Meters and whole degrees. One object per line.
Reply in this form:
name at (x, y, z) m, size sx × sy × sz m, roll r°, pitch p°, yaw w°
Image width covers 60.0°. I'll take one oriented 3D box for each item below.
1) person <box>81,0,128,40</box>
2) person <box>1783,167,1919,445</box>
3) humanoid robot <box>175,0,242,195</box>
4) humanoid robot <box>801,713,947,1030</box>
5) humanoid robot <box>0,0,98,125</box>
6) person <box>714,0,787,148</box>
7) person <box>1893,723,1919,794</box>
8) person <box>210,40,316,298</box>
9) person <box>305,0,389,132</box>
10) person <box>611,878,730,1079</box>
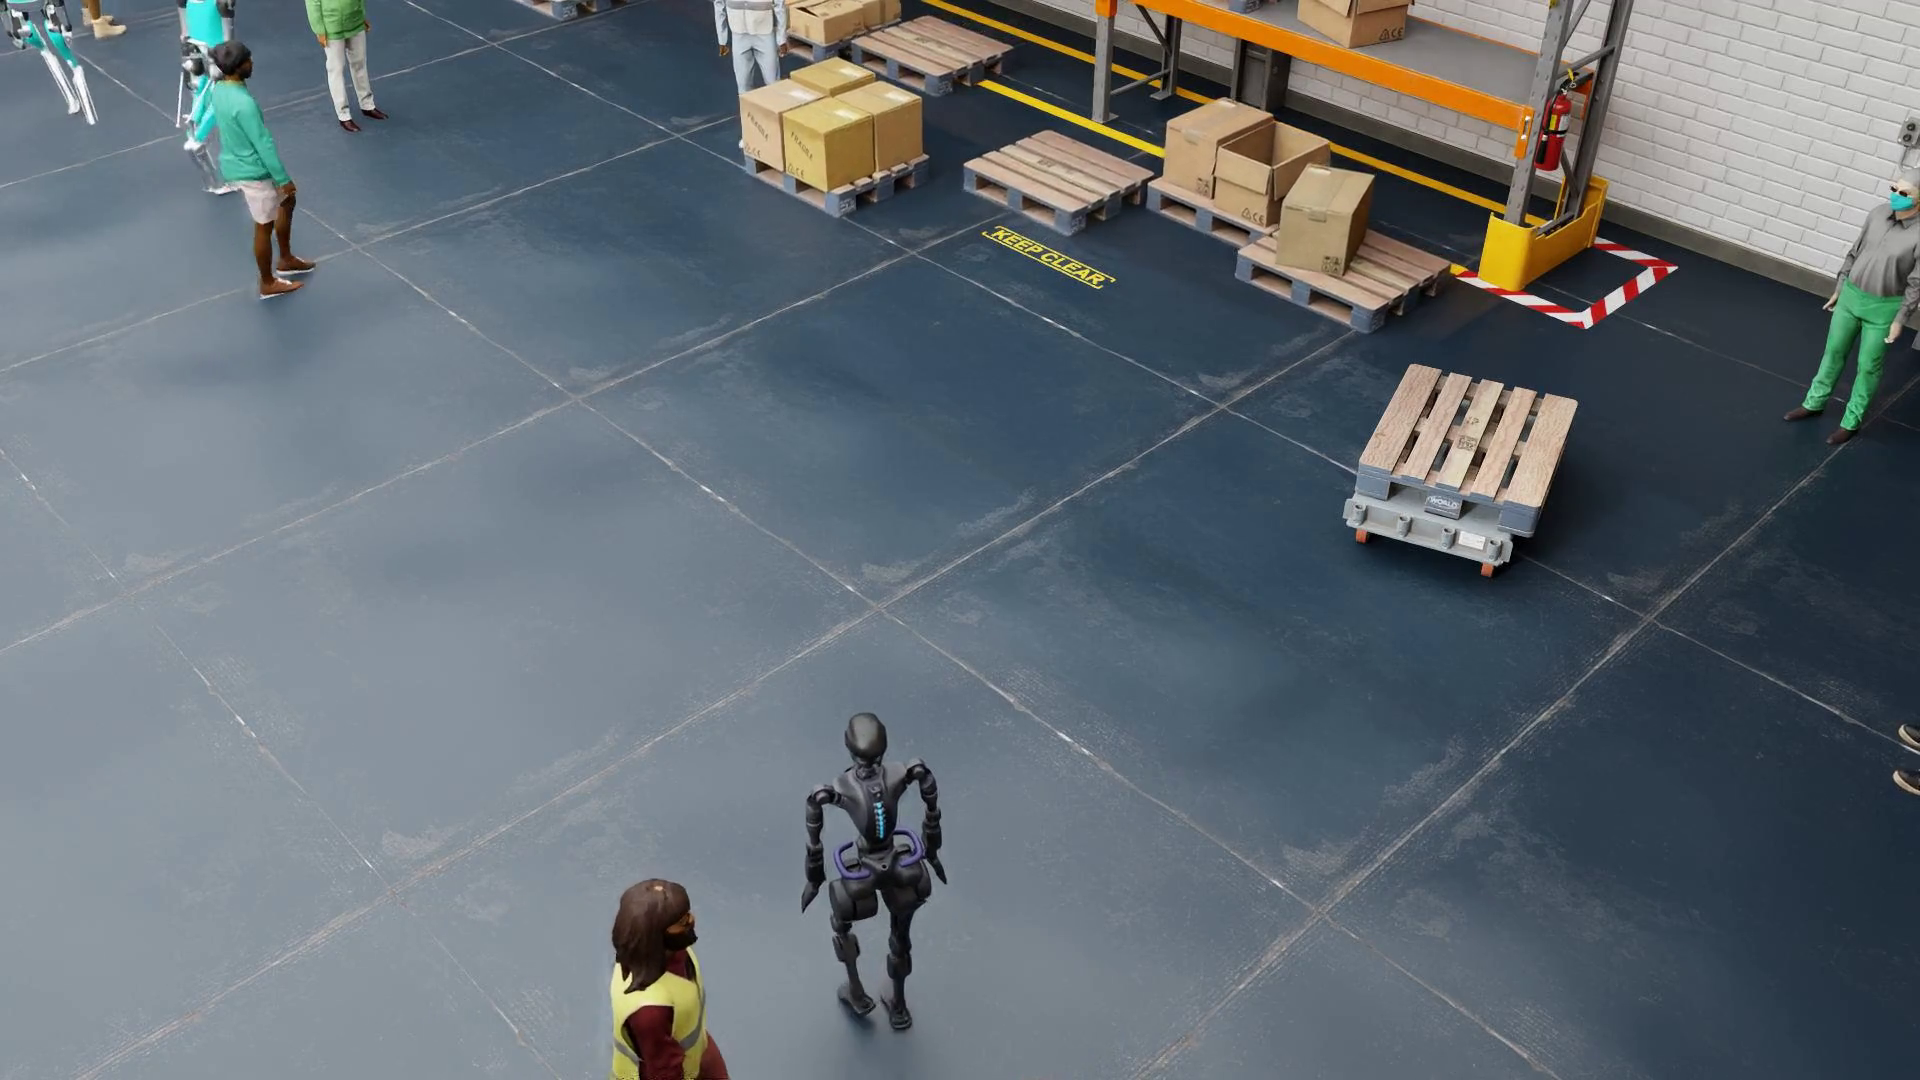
person at (-8.335, -5.791, 15.738) m, size 0.446 × 2.032 × 0.734 m, roll -28°, pitch 45°, yaw -32°
person at (5.562, -1.452, 10.154) m, size 0.335 × 1.839 × 0.522 m, roll -18°, pitch 41°, yaw -23°
humanoid robot at (-5.908, -3.482, 12.947) m, size 0.553 × 1.796 × 0.784 m, roll 13°, pitch 39°, yaw 17°
humanoid robot at (-0.338, 1.320, 6.616) m, size 0.601 × 1.647 × 0.348 m, roll -12°, pitch 39°, yaw -15°
humanoid robot at (-7.823, -4.414, 14.185) m, size 0.542 × 1.808 × 0.766 m, roll -8°, pitch 38°, yaw -11°
person at (-1.712, -4.162, 13.689) m, size 0.594 × 1.907 × 0.407 m, roll 4°, pitch 37°, yaw 5°
person at (4.784, 0.348, 7.683) m, size 0.389 × 1.953 × 0.616 m, roll 18°, pitch 41°, yaw 23°
person at (-4.868, -2.594, 11.676) m, size 0.625 × 1.830 × 0.519 m, roll -23°, pitch 43°, yaw -28°
person at (-5.240, -4.375, 14.070) m, size 0.384 × 1.781 × 0.553 m, roll 21°, pitch 42°, yaw 26°
person at (-1.064, 1.835, 5.880) m, size 0.733 × 1.746 × 0.473 m, roll 1°, pitch 37°, yaw 1°
